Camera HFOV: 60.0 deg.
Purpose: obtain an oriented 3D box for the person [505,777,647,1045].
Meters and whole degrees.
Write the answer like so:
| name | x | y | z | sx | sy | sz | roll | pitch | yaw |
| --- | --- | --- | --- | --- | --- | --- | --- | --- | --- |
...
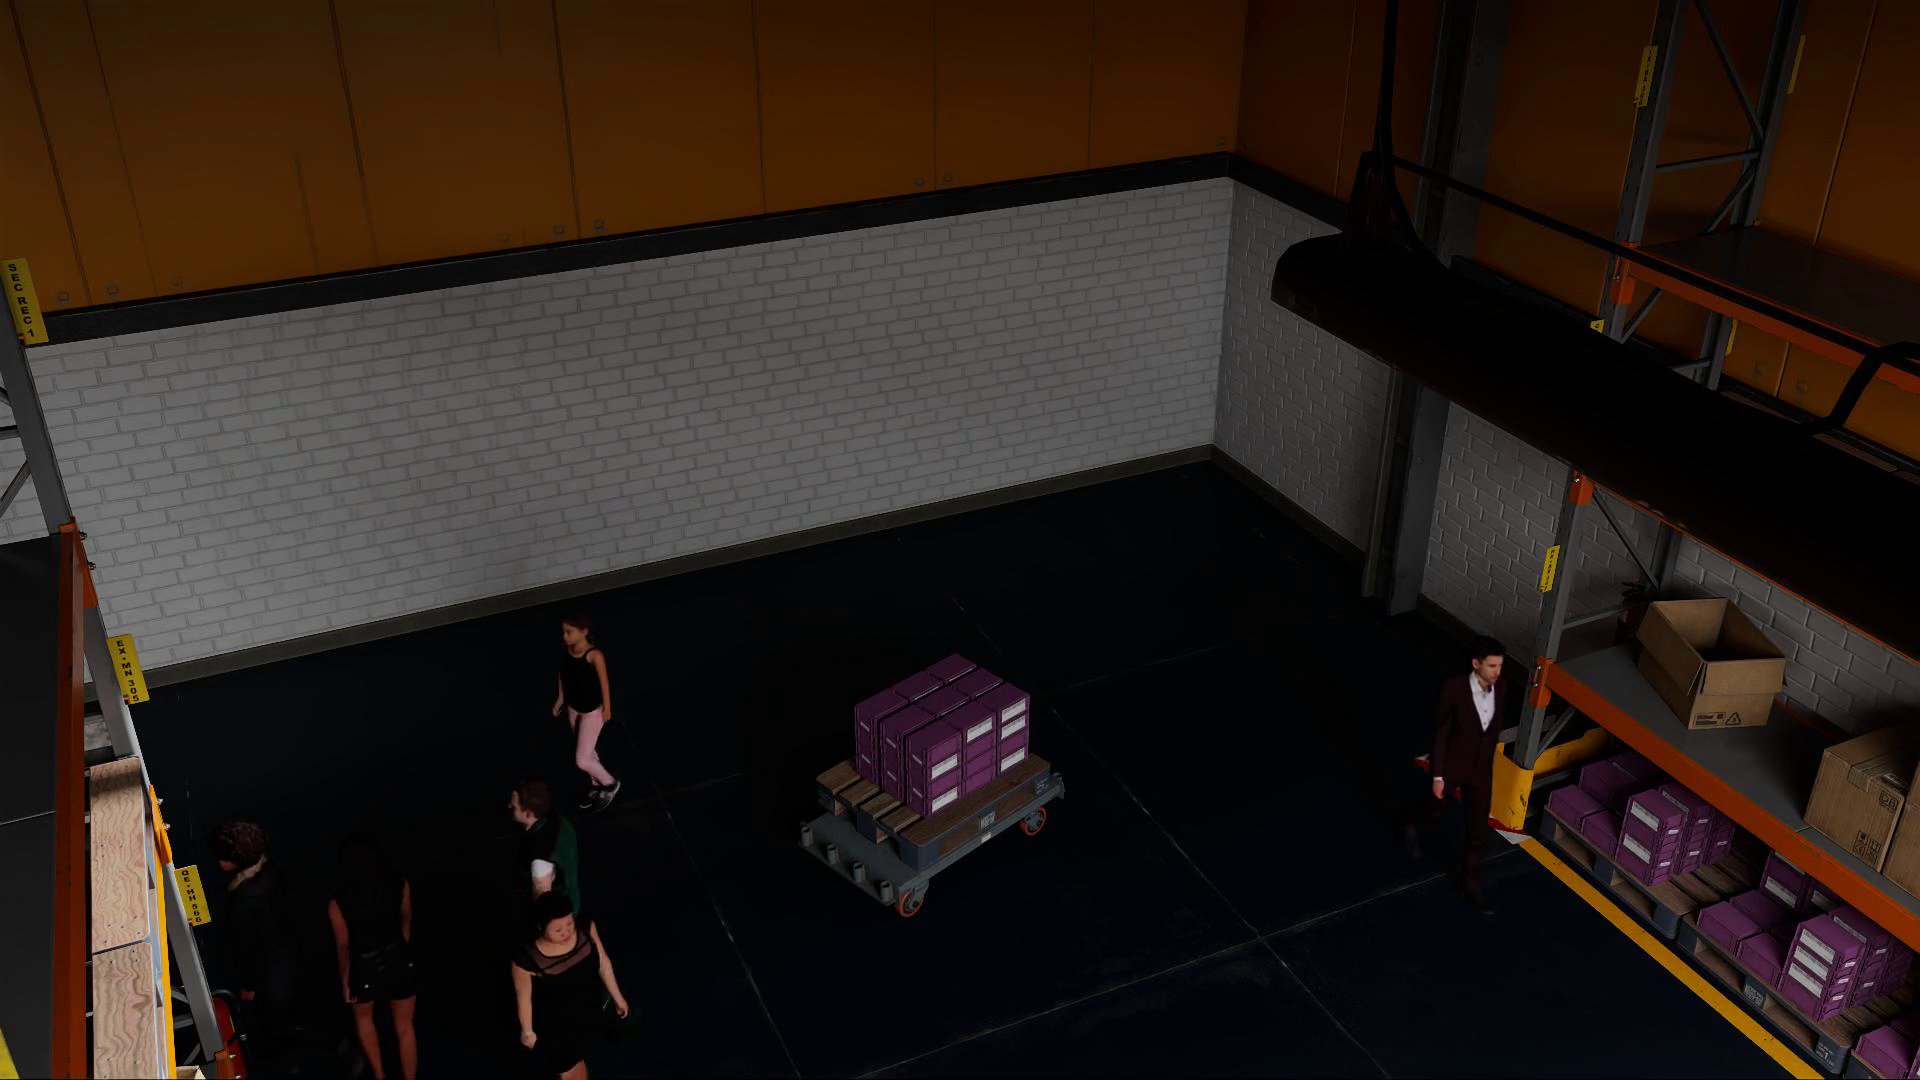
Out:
| name | x | y | z | sx | sy | sz | roll | pitch | yaw |
| --- | --- | --- | --- | --- | --- | --- | --- | --- | --- |
| person | -2.186 | 2.095 | 9.194 | 0.885 | 1.819 | 1.057 | -4 | 29 | -8 |

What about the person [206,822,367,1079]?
| name | x | y | z | sx | sy | sz | roll | pitch | yaw |
| --- | --- | --- | --- | --- | --- | --- | --- | --- | --- |
| person | -3.631 | 2.267 | 8.943 | 0.899 | 1.757 | 1.017 | -2 | 29 | -3 |

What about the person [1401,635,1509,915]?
| name | x | y | z | sx | sy | sz | roll | pitch | yaw |
| --- | --- | --- | --- | --- | --- | --- | --- | --- | --- |
| person | 3.108 | 1.375 | 10.483 | 0.845 | 1.848 | 1.220 | -6 | 29 | -11 |

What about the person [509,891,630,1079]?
| name | x | y | z | sx | sy | sz | roll | pitch | yaw |
| --- | --- | --- | --- | --- | --- | --- | --- | --- | --- |
| person | -2.104 | 2.459 | 8.669 | 1.052 | 1.682 | 0.895 | 21 | 35 | 34 |

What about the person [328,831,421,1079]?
| name | x | y | z | sx | sy | sz | roll | pitch | yaw |
| --- | --- | --- | --- | --- | --- | --- | --- | --- | --- |
| person | -3.024 | 2.357 | 8.826 | 0.686 | 1.711 | 0.716 | -23 | 36 | -35 |

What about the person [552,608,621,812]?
| name | x | y | z | sx | sy | sz | roll | pitch | yaw |
| --- | --- | --- | --- | --- | --- | --- | --- | --- | --- |
| person | -2.492 | 1.116 | 11.269 | 0.606 | 1.551 | 0.676 | 21 | 35 | 33 |
